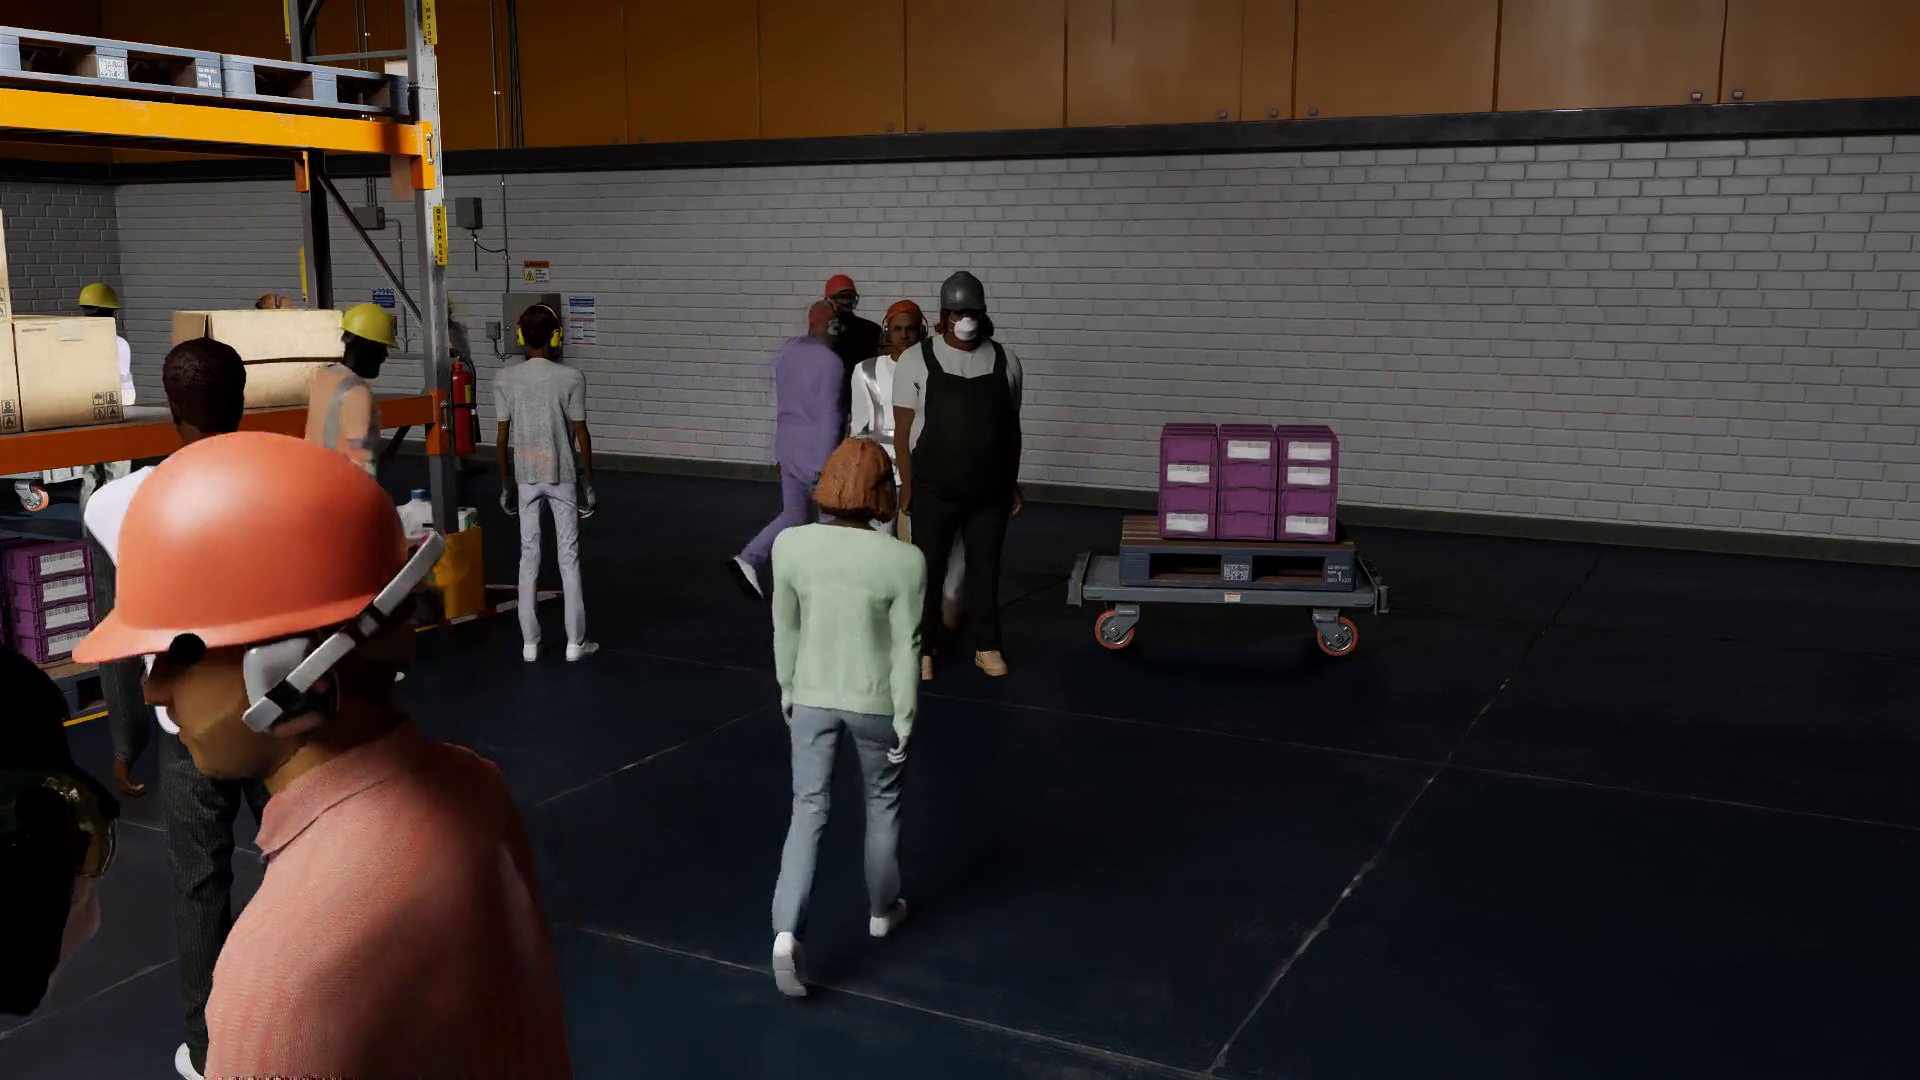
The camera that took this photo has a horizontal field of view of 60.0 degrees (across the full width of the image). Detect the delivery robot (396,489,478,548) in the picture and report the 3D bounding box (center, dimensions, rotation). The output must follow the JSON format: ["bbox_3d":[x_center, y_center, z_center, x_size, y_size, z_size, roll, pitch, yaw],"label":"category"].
[{"bbox_3d":[-3.573,-0.092,11.034,0.707,0.478,0.477,-2,10,-9],"label":"delivery robot"}]

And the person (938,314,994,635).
[{"bbox_3d":[-0.068,-0.367,9.287,0.664,1.812,0.677,6,12,33],"label":"person"}]

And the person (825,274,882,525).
[{"bbox_3d":[-0.859,-0.997,12.475,0.657,1.968,0.481,-6,11,-29],"label":"person"}]

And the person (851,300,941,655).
[{"bbox_3d":[-0.288,-0.316,8.761,0.575,1.882,0.359,-1,10,-7],"label":"person"}]

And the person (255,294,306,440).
[{"bbox_3d":[-4.716,-0.779,11.558,0.429,1.846,0.625,-1,10,-4],"label":"person"}]

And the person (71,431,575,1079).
[{"bbox_3d":[-0.460,0.865,1.686,0.802,1.962,0.631,-1,10,-5],"label":"person"}]

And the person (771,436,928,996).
[{"bbox_3d":[-0.345,0.495,4.890,0.497,1.597,0.786,2,10,12],"label":"person"}]

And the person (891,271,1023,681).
[{"bbox_3d":[0.017,-0.313,8.284,0.672,2.000,0.536,-3,10,-14],"label":"person"}]

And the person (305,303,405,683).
[{"bbox_3d":[-2.983,-0.182,7.978,0.648,1.882,0.659,-7,12,-37],"label":"person"}]

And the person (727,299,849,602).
[{"bbox_3d":[-0.984,-0.500,9.924,0.796,1.866,0.655,-8,12,-38],"label":"person"}]

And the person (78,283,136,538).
[{"bbox_3d":[-5.878,-0.798,11.446,0.585,1.919,0.381,4,11,22],"label":"person"}]

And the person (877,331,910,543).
[{"bbox_3d":[-0.425,-0.587,11.053,0.280,1.633,0.503,1,10,6],"label":"person"}]

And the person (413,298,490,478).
[{"bbox_3d":[-4.684,-1.401,15.346,0.410,1.781,0.747,6,11,29],"label":"person"}]

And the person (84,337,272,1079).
[{"bbox_3d":[-1.837,0.454,4.207,0.591,1.917,0.392,-6,11,-29],"label":"person"}]

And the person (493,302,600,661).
[{"bbox_3d":[-2.147,-0.293,8.666,0.513,1.872,0.328,0,10,0],"label":"person"}]
